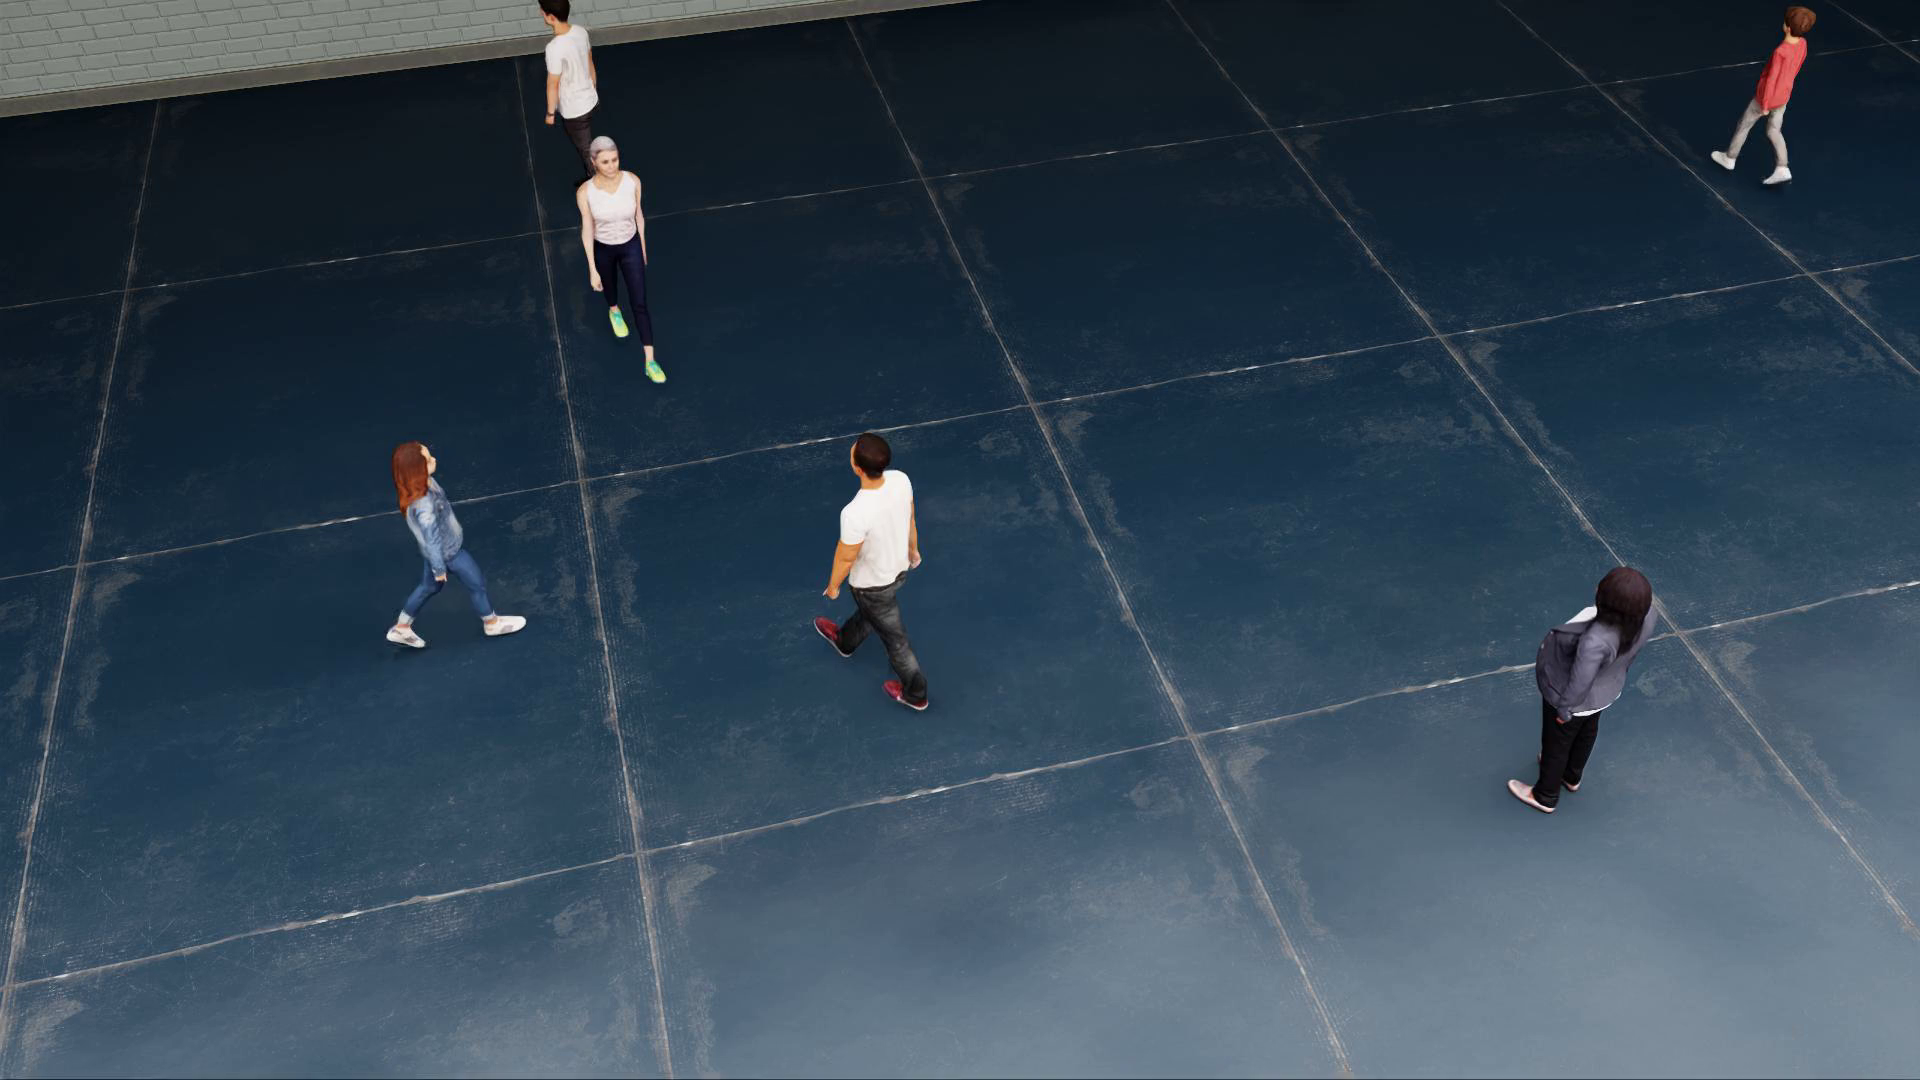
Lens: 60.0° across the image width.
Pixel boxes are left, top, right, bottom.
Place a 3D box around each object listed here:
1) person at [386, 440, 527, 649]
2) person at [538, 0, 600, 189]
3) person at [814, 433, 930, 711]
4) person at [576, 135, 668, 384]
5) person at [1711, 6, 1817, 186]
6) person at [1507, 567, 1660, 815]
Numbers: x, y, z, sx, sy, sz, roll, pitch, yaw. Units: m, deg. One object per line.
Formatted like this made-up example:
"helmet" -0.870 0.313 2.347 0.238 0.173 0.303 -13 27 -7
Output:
"person" -2.906 0.057 9.060 0.768 1.455 0.963 -20 47 -20
"person" -2.800 -3.267 12.435 0.797 1.706 0.707 11 44 11
"person" -0.343 0.219 8.654 1.158 1.772 1.078 24 48 24
"person" -2.315 -1.942 11.057 0.773 1.651 1.231 -18 46 -18
"person" 6.315 -3.394 12.792 0.627 1.404 0.942 -18 46 -19
"person" 3.096 0.733 8.233 0.770 1.595 0.793 -30 51 -28
